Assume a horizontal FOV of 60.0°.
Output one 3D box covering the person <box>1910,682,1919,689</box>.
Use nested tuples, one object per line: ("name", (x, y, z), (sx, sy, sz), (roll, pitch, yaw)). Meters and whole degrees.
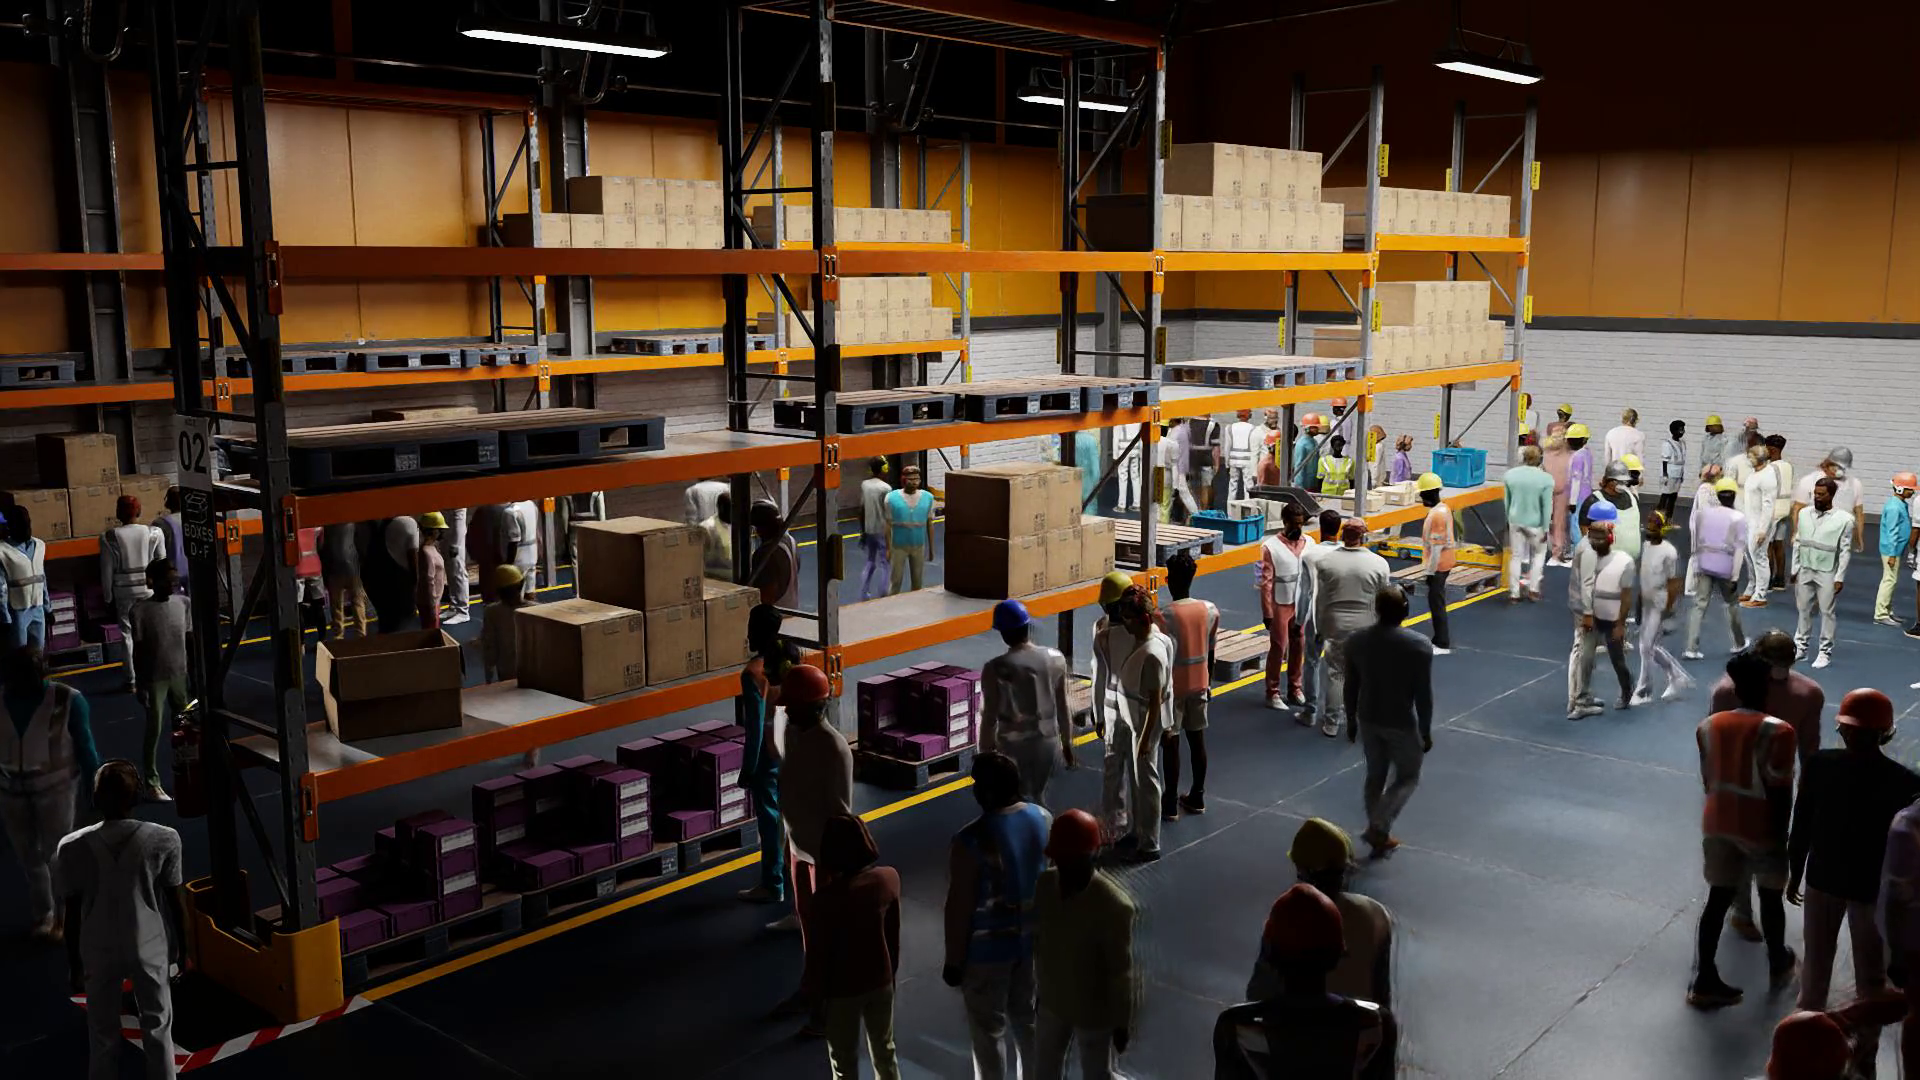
("person", (9.261, 0.599, 15.600), (0.295, 1.744, 0.484), (-2, 10, -13))

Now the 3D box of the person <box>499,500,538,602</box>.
("person", (-4.547, 0.231, 17.123), (0.361, 1.964, 0.613), (1, 10, 8))

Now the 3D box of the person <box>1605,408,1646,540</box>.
("person", (9.723, -0.958, 24.328), (0.374, 1.933, 0.627), (-6, 11, -32))

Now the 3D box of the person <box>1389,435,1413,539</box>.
("person", (6.239, -0.681, 23.576), (0.313, 1.631, 0.524), (3, 10, 15))

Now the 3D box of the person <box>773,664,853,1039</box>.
("person", (-0.781, 1.620, 8.789), (0.409, 1.986, 0.621), (-6, 11, -32))

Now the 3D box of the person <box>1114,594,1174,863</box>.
("person", (1.243, 1.269, 11.306), (0.390, 1.841, 0.566), (-1, 10, -7))

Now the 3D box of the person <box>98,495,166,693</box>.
("person", (-7.798, 0.505, 15.737), (0.584, 1.882, 0.345), (-7, 12, -36))

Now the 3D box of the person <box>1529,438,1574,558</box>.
("person", (8.071, -0.577, 22.798), (0.938, 1.693, 0.496), (3, 10, 18))

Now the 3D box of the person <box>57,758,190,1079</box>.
("person", (-3.796, 1.895, 7.596), (0.513, 1.842, 0.356), (-4, 10, -22))

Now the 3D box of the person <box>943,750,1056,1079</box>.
("person", (0.175, 1.873, 7.722), (0.627, 1.837, 0.430), (-9, 13, -42))

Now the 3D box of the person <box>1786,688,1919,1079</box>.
("person", (4.408, 1.703, 8.251), (0.377, 1.997, 0.613), (-8, 12, -38))

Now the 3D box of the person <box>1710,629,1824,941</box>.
("person", (4.870, 1.423, 10.208), (0.643, 1.903, 0.794), (1, 10, 6))

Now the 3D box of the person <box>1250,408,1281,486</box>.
("person", (4.640, -1.036, 24.921), (0.652, 1.894, 0.400), (-5, 11, -29))

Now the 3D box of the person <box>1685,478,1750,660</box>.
("person", (7.790, 0.294, 17.064), (0.959, 1.861, 0.586), (-9, 13, -42))

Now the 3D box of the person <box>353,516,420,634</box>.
("person", (-5.529, 0.370, 16.074), (0.687, 2.000, 0.738), (2, 10, 13))

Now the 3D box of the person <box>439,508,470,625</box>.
("person", (-5.752, -0.001, 18.712), (0.406, 1.902, 0.637), (-5, 11, -28))

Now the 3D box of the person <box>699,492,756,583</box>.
("person", (-2.243, 0.428, 16.423), (0.639, 1.797, 0.947), (-8, 13, -40))

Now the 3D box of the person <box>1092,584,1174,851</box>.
("person", (1.183, 1.232, 11.422), (0.575, 1.880, 0.351), (4, 10, 23))

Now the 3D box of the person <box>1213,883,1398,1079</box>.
("person", (1.124, 2.131, 5.540), (0.611, 2.048, 0.364), (-1, 10, -4))

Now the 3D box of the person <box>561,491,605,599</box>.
("person", (-4.517, -0.082, 19.972), (0.515, 1.640, 0.314), (-1, 10, -6))

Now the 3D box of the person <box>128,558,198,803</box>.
("person", (-5.992, 1.050, 12.576), (0.335, 1.861, 0.522), (6, 11, 32))

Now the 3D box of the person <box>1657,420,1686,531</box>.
("person", (10.777, -0.977, 25.170), (0.536, 1.690, 0.321), (-7, 12, -36))

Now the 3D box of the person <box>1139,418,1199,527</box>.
("person", (3.260, -1.060, 25.088), (1.048, 1.893, 0.601), (3, 10, 17))

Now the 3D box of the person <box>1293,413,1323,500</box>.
("person", (4.828, -0.776, 23.102), (0.397, 1.989, 0.619), (6, 11, 32))

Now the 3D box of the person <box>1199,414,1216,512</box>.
("person", (3.886, -1.304, 26.416), (0.385, 1.929, 0.543), (-2, 10, -12))

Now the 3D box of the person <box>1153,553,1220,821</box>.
("person", (1.603, 1.066, 12.141), (0.602, 1.966, 0.368), (-6, 11, -31))

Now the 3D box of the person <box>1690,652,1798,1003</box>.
("person", (4.406, 1.585, 9.218), (0.922, 1.903, 0.686), (-6, 11, -32))

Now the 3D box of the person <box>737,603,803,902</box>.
("person", (-1.200, 1.349, 10.595), (0.392, 1.920, 0.589), (4, 10, 24))

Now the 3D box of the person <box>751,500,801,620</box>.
("person", (-1.679, 0.641, 14.458), (0.536, 2.000, 0.676), (2, 10, 14))

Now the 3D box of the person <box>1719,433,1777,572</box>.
("person", (10.212, -0.449, 21.502), (0.609, 1.855, 1.043), (-5, 11, -26))

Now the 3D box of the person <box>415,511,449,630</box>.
("person", (-4.940, 0.590, 15.614), (0.343, 1.756, 0.518), (-3, 10, -17))

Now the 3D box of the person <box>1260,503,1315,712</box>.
("person", (2.967, 0.599, 15.117), (0.599, 1.908, 0.396), (-6, 11, -30))

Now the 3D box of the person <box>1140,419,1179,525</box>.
("person", (2.827, -0.823, 23.563), (0.587, 1.920, 0.396), (5, 11, 26))

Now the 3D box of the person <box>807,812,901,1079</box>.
("person", (-0.468, 2.019, 7.475), (0.500, 1.629, 0.291), (-8, 12, -40))

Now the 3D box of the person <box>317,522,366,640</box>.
("person", (-6.449, 0.300, 17.374), (0.565, 1.748, 0.347), (1, 10, 7))

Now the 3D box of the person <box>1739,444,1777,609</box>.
("person", (9.370, -0.160, 19.551), (0.353, 1.936, 0.635), (2, 10, 10))

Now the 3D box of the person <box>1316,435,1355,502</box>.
("person", (5.176, -0.608, 22.931), (0.535, 1.700, 0.318), (1, 10, 4))

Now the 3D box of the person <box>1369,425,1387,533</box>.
("person", (6.268, -0.917, 25.014), (0.299, 1.627, 0.501), (3, 10, 19))

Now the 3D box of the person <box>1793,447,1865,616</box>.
("person", (9.837, -0.088, 18.812), (0.703, 2.000, 0.541), (1, 10, 6))

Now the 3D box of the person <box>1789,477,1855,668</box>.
("person", (8.649, 0.321, 16.733), (0.391, 1.920, 0.593), (-5, 11, -29))

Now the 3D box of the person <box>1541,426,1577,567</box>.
("person", (8.035, -0.599, 22.324), (0.602, 1.885, 0.651), (-9, 13, -43))

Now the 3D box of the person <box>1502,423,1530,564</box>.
("person", (7.496, -0.615, 22.335), (0.592, 1.917, 0.402), (-7, 12, -35))
